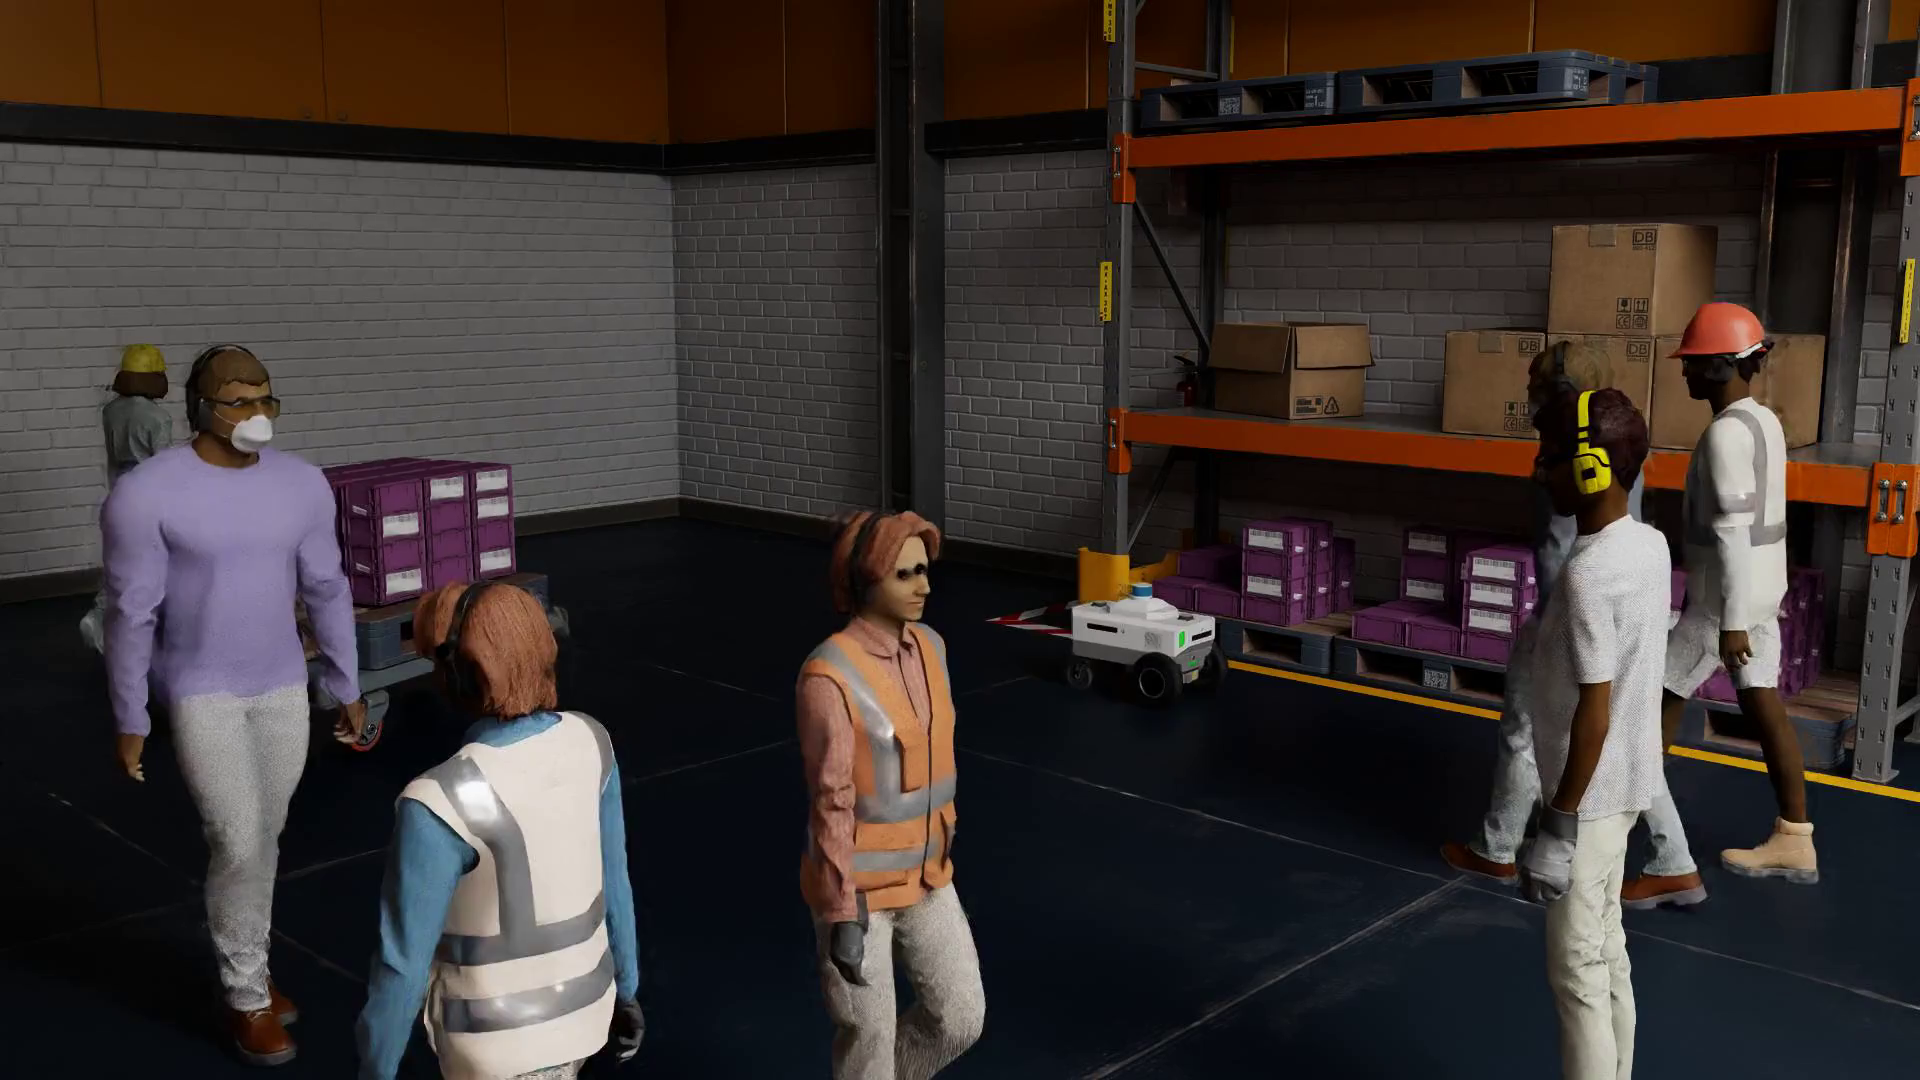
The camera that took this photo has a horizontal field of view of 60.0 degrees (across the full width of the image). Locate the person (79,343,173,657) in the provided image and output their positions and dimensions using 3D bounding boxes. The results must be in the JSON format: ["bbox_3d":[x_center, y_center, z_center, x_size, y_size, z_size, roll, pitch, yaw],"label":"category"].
[{"bbox_3d":[-4.417,-0.189,8.916,0.505,1.726,0.563,4,10,23],"label":"person"}]

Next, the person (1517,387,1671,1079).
[{"bbox_3d":[1.388,0.591,3.735,0.329,1.865,0.509,6,11,33],"label":"person"}]

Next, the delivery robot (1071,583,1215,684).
[{"bbox_3d":[0.902,0.456,8.274,0.707,0.478,0.477,8,12,40],"label":"delivery robot"}]

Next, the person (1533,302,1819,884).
[{"bbox_3d":[2.593,0.177,5.859,1.015,1.993,0.633,7,12,38],"label":"person"}]

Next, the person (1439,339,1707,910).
[{"bbox_3d":[2.115,0.282,5.559,0.875,1.896,0.641,9,13,44],"label":"person"}]

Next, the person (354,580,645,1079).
[{"bbox_3d":[-0.836,0.857,2.895,0.845,1.589,0.543,4,10,21],"label":"person"}]

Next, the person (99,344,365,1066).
[{"bbox_3d":[-1.895,0.439,4.488,0.689,1.914,0.656,6,11,34],"label":"person"}]

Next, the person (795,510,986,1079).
[{"bbox_3d":[-0.164,0.741,3.540,0.383,1.628,0.519,6,11,33],"label":"person"}]
